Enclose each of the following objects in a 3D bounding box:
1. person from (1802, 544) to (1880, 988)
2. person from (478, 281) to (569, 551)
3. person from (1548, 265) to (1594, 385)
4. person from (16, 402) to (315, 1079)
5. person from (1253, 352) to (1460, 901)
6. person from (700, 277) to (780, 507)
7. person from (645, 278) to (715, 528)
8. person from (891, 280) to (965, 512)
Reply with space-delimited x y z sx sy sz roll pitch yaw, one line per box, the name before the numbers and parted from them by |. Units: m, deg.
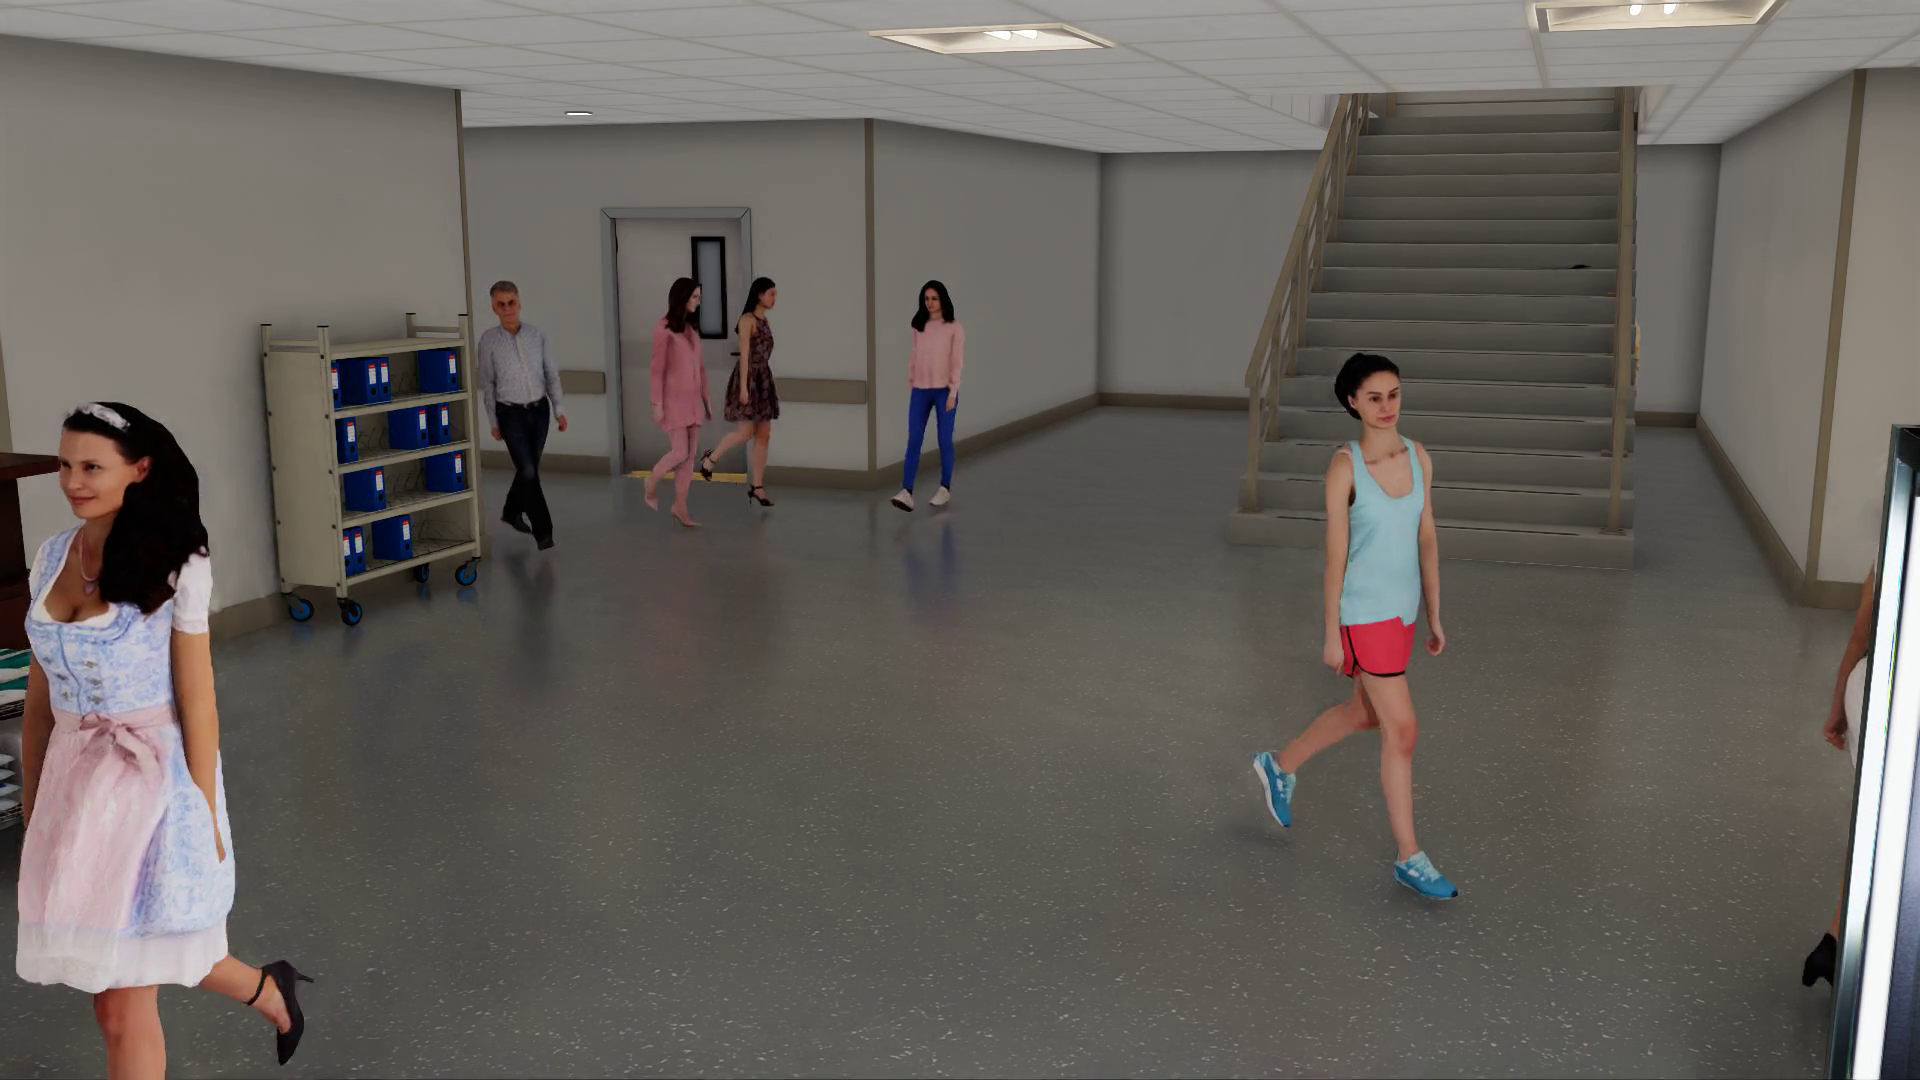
person | 2.611 0.547 4.658 1.036 1.503 0.952 -6 12 -28
person | -2.962 -0.820 11.180 1.261 1.758 1.182 -8 13 -36
person | 4.977 -1.364 13.920 1.131 1.805 1.070 -10 15 -43
person | -1.730 0.605 3.576 0.698 1.792 1.075 3 11 16
person | 1.313 0.271 5.505 1.125 1.731 1.097 -7 13 -34
person | -1.666 -1.127 12.826 0.703 1.747 0.825 5 12 26
person | -2.079 -0.968 11.896 0.808 1.781 0.767 6 12 29
person | -0.143 -1.075 12.616 0.681 1.724 1.055 5 12 24
